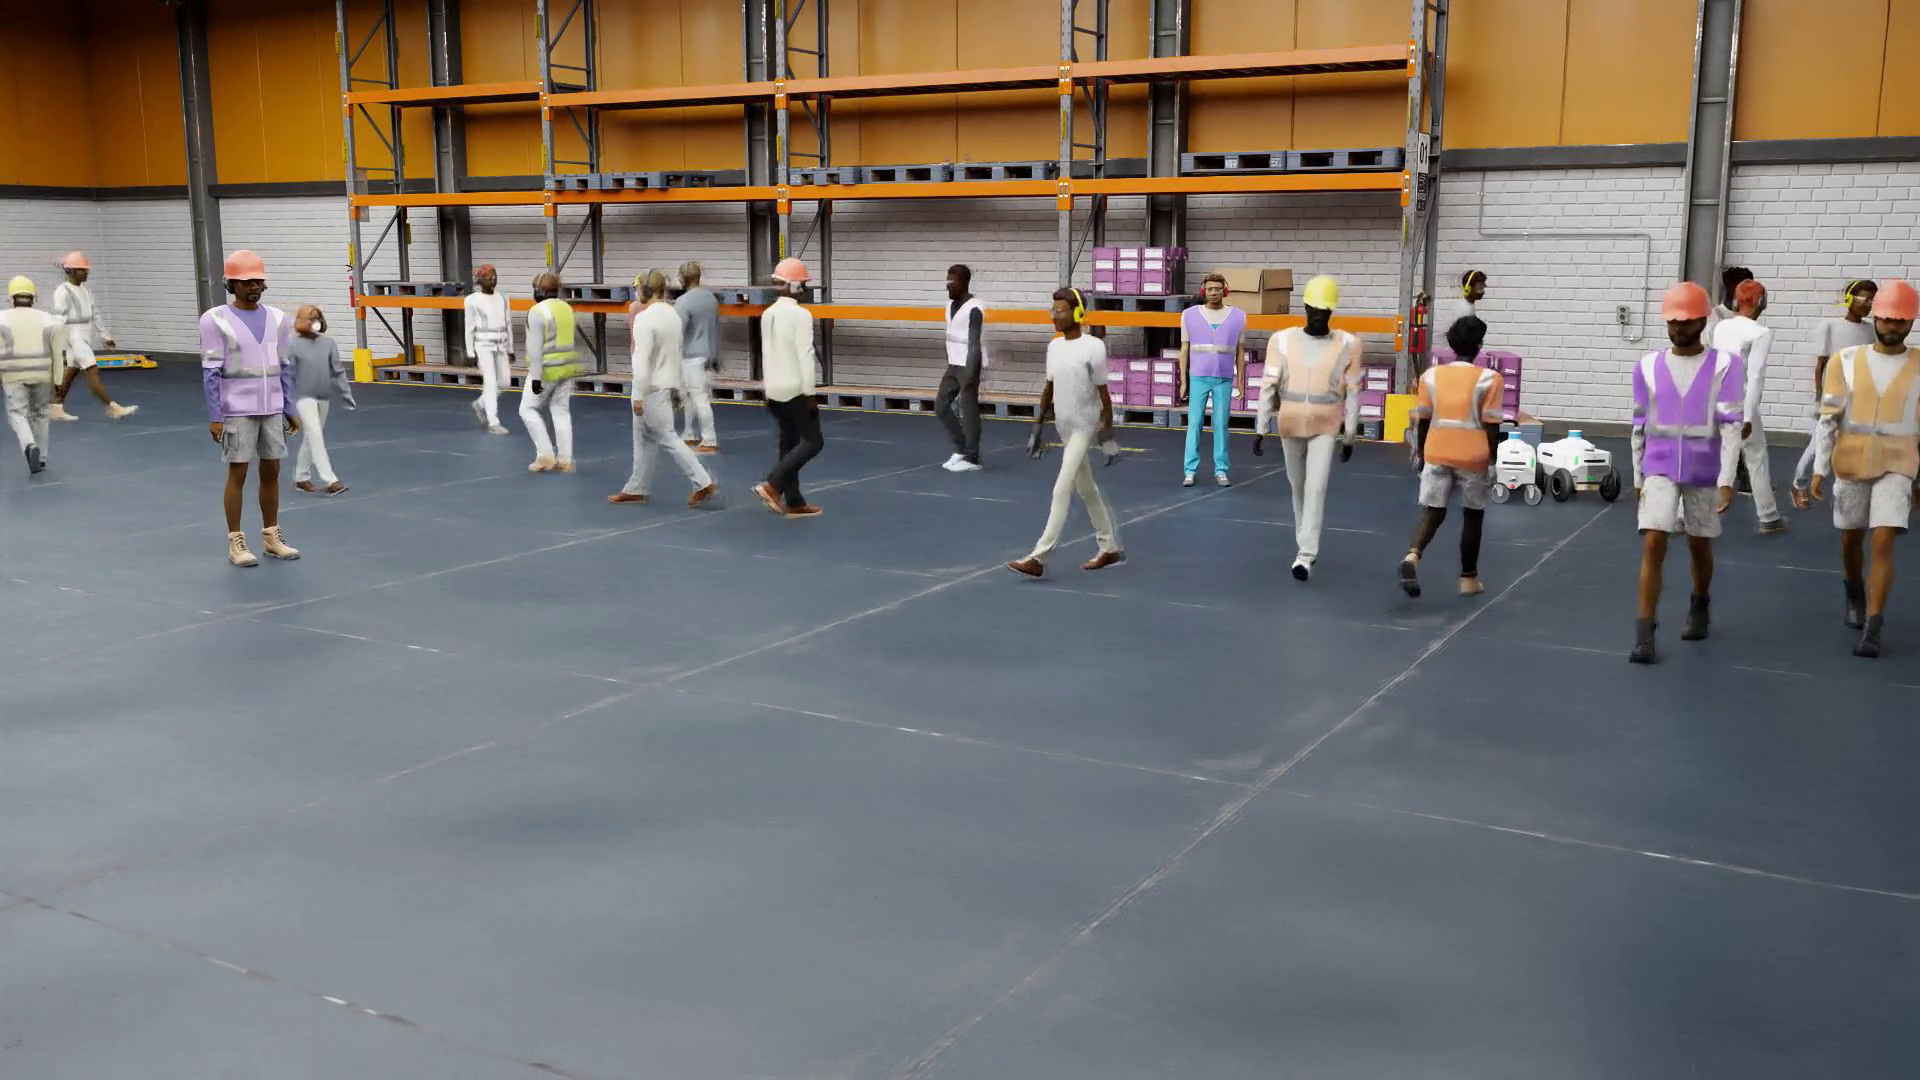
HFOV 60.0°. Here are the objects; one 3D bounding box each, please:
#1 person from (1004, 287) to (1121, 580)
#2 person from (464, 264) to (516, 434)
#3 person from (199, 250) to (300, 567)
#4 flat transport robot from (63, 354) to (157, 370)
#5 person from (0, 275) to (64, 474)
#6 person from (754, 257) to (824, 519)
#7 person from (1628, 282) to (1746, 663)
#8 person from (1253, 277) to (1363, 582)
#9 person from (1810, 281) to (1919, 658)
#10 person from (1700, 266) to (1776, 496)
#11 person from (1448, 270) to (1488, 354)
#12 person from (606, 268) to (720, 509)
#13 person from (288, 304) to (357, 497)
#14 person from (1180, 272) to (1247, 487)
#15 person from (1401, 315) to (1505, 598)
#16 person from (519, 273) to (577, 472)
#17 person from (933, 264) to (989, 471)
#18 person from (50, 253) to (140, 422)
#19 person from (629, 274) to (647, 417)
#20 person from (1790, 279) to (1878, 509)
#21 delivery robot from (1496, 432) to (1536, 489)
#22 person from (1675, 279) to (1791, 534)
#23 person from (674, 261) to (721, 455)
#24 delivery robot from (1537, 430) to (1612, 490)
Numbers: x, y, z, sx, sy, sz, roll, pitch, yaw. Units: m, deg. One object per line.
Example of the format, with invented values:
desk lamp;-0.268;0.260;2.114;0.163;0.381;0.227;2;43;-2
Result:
person;0.671;-0.664;10.415;0.990;1.810;0.541;-6;12;-32
person;-5.245;-2.111;18.428;0.601;1.870;0.581;7;12;36
person;-4.583;-0.853;10.815;0.387;2.041;0.615;7;12;34
flat transport robot;-14.351;-2.998;27.979;1.431;0.197;0.652;-7;12;-33
person;-8.458;-1.491;15.094;0.597;1.814;0.760;-8;13;-40
person;-1.294;-1.119;12.488;0.539;1.983;0.634;-8;13;-37
person;3.683;-0.364;8.474;0.543;1.899;0.976;6;12;31
person;2.155;-0.682;10.329;0.600;1.867;1.019;4;11;23
person;4.774;-0.396;8.658;0.547;1.904;0.936;7;12;35
person;6.370;-1.334;13.962;0.984;1.908;0.631;10;14;43
person;4.894;-1.662;15.961;0.645;1.835;0.541;3;10;15
person;-2.347;-1.188;13.134;0.976;1.901;0.639;2;10;12
person;-5.321;-1.154;13.817;0.867;1.584;0.512;6;12;30
person;2.176;-1.378;14.344;0.564;1.846;0.394;1;10;4
person;2.858;-0.462;9.675;0.539;1.678;0.681;8;13;39
person;-3.768;-1.512;15.169;0.519;1.822;0.650;4;11;23
person;0.001;-1.568;15.250;0.495;1.902;0.629;-5;11;-26
person;-10.270;-2.362;19.522;1.062;1.981;0.608;-1;10;-7
person;-3.578;-2.148;18.940;0.311;1.768;0.522;3;10;15
person;6.727;-1.083;12.756;0.526;1.826;0.947;0;10;1
delivery robot;4.509;-0.639;13.554;0.477;0.478;0.707;3;11;17
person;5.538;-0.940;11.911;0.951;1.838;0.574;-5;11;-25
person;-2.726;-1.803;16.574;0.790;1.909;0.657;4;11;21
delivery robot;5.051;-0.664;13.695;0.477;0.478;0.707;-1;10;-7
